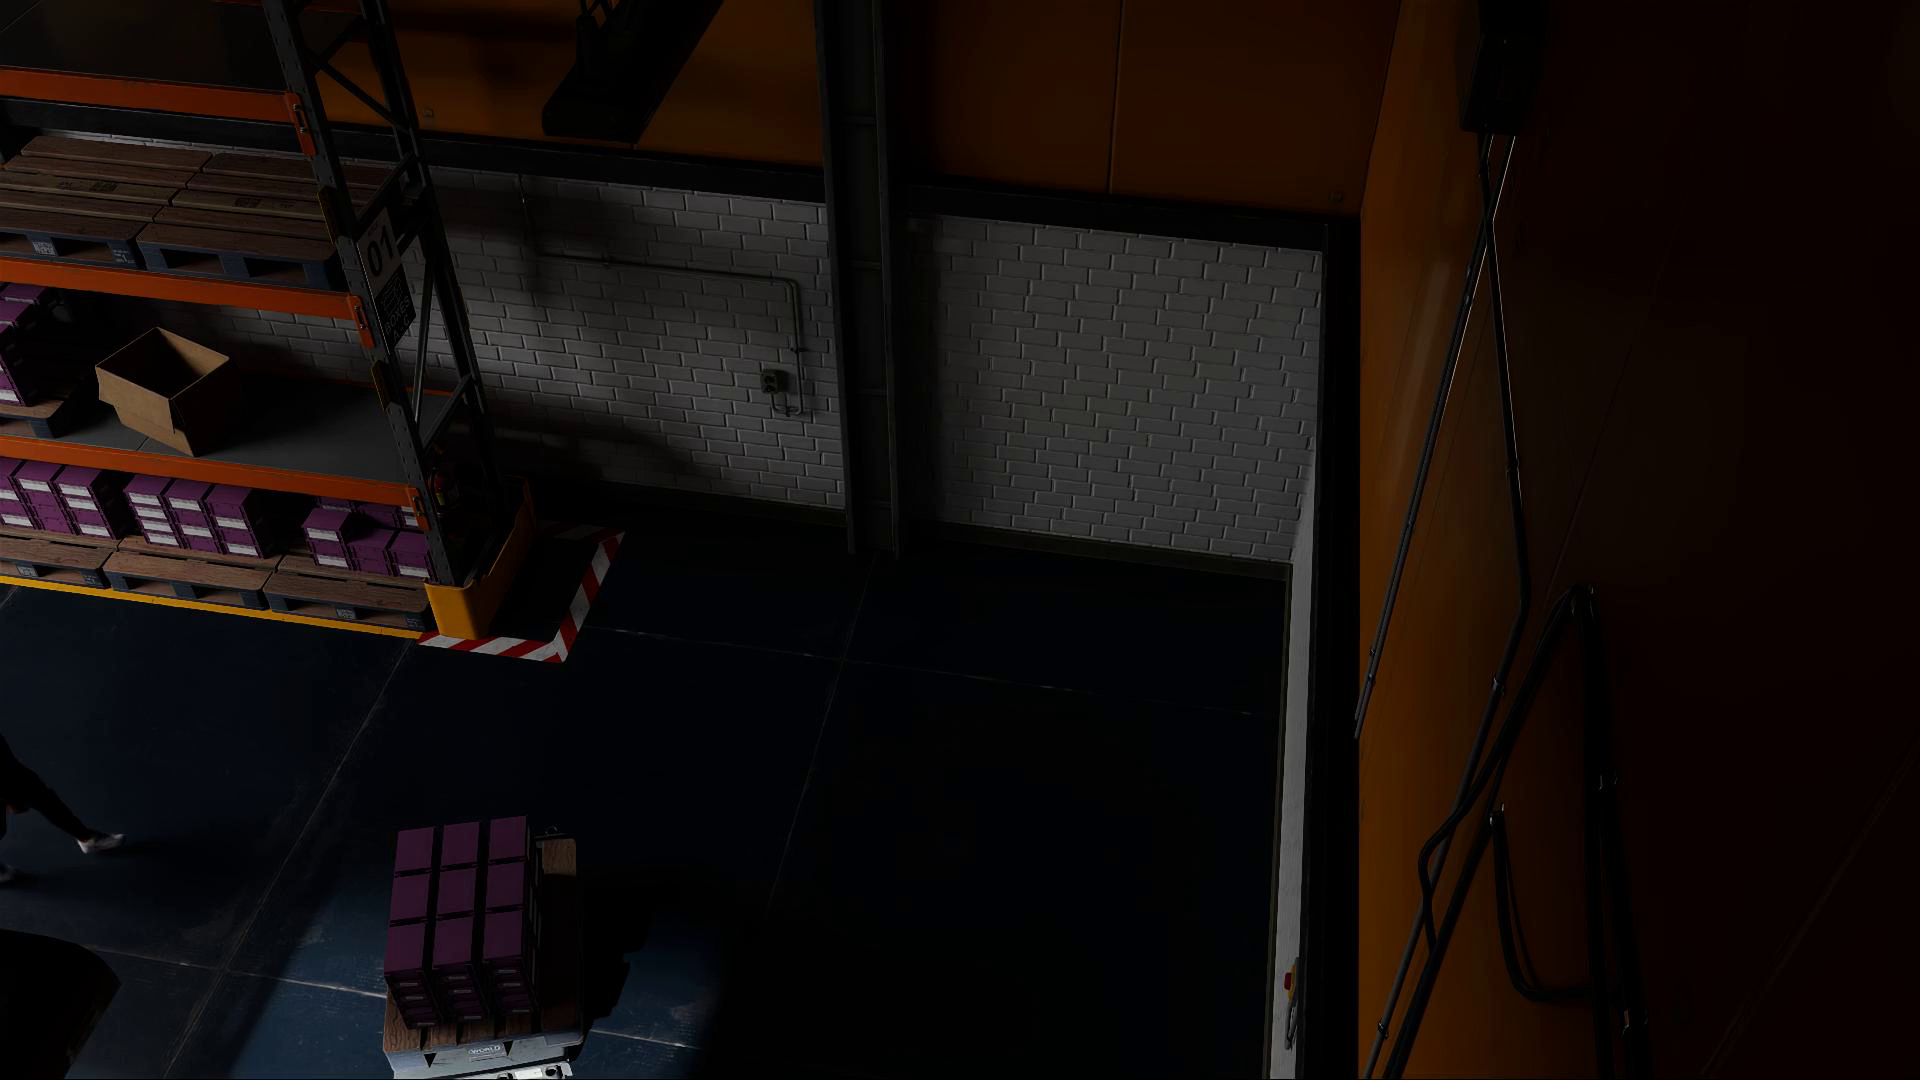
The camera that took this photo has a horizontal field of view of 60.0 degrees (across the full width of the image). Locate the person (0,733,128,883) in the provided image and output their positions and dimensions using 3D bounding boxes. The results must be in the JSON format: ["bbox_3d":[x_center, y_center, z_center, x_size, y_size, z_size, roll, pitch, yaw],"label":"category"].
[{"bbox_3d":[-5.665,1.383,9.561,1.199,1.750,0.867,-7,44,-7],"label":"person"}]
